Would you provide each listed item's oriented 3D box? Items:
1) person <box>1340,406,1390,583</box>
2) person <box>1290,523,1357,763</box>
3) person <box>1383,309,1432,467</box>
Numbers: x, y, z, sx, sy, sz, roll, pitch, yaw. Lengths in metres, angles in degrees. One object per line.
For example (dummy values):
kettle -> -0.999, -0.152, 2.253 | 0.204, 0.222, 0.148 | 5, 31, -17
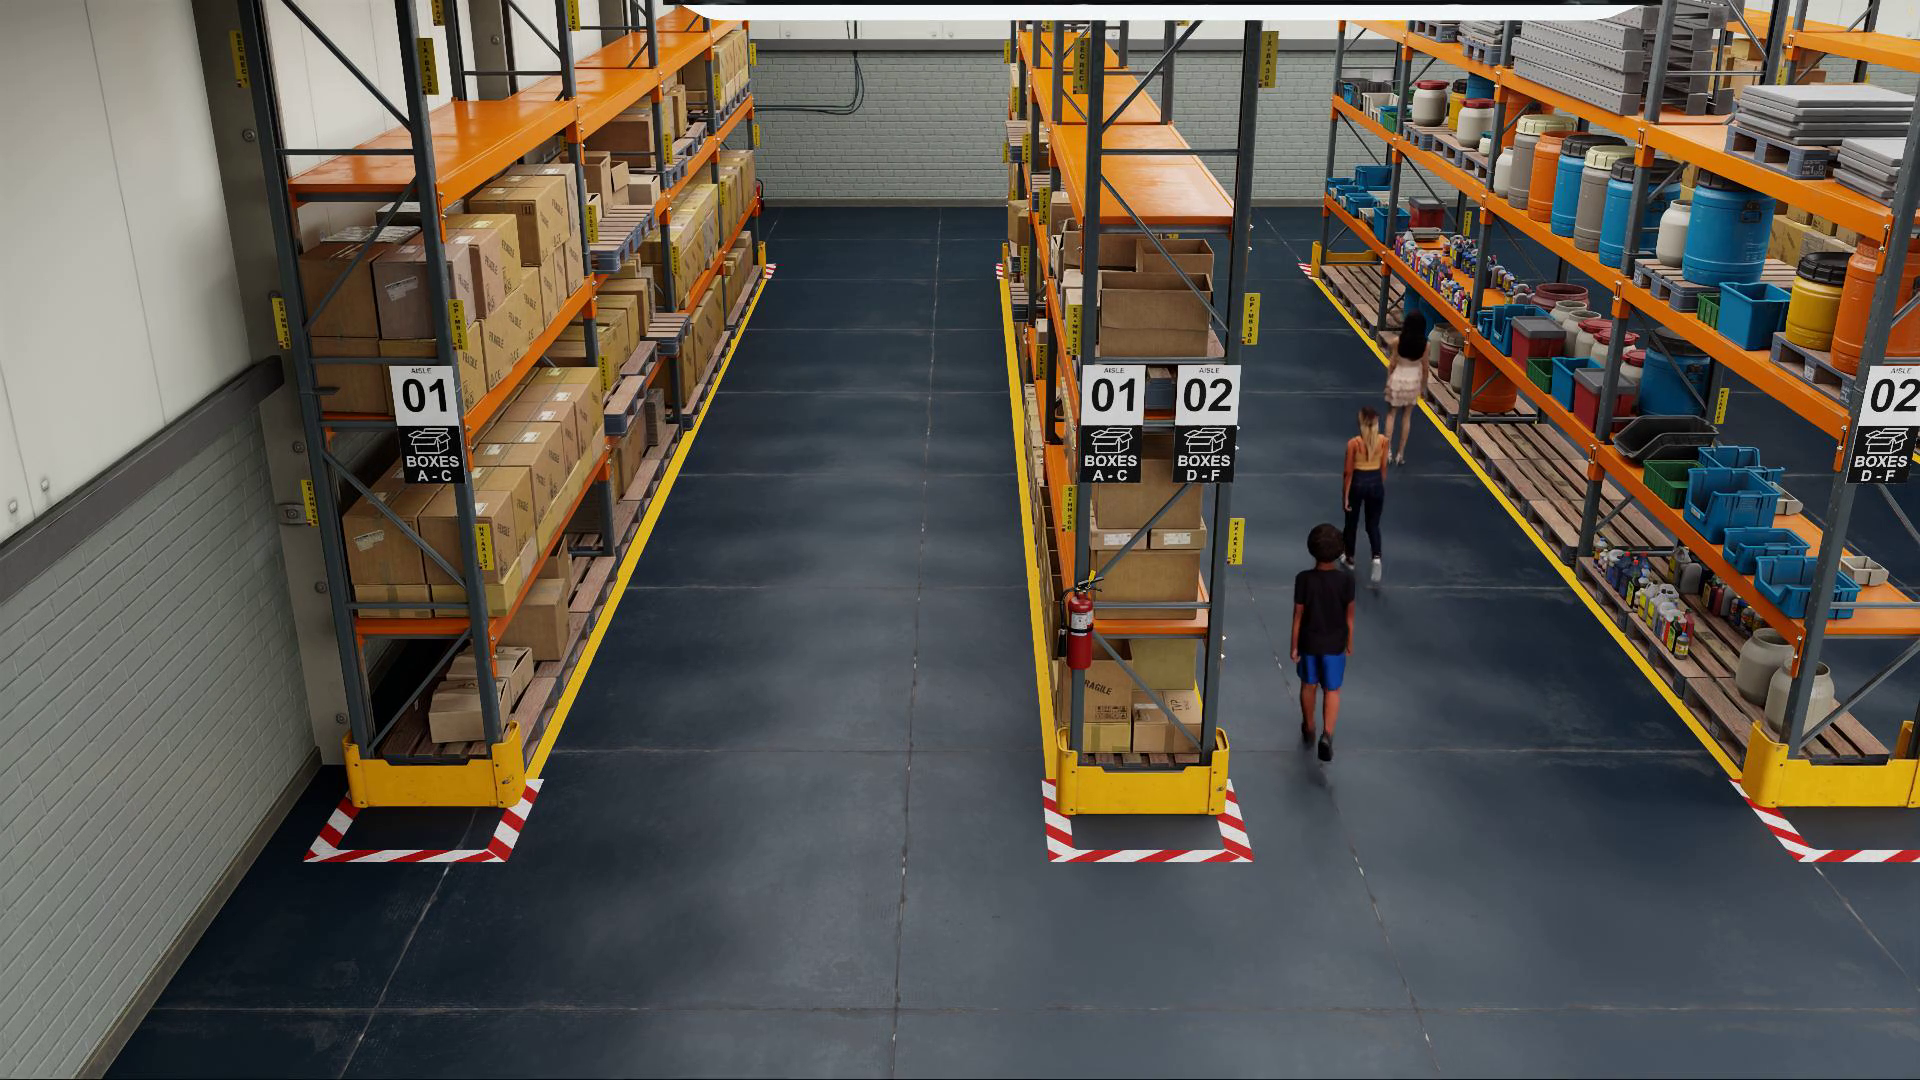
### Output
person -> 3.689, -0.393, 15.033 | 0.603, 1.606, 1.017 | -2, 22, -4
person -> 2.617, 0.765, 11.967 | 0.710, 1.784, 1.050 | 3, 22, 7
person -> 4.767, -1.624, 17.878 | 0.652, 1.731, 0.606 | 6, 23, 14
